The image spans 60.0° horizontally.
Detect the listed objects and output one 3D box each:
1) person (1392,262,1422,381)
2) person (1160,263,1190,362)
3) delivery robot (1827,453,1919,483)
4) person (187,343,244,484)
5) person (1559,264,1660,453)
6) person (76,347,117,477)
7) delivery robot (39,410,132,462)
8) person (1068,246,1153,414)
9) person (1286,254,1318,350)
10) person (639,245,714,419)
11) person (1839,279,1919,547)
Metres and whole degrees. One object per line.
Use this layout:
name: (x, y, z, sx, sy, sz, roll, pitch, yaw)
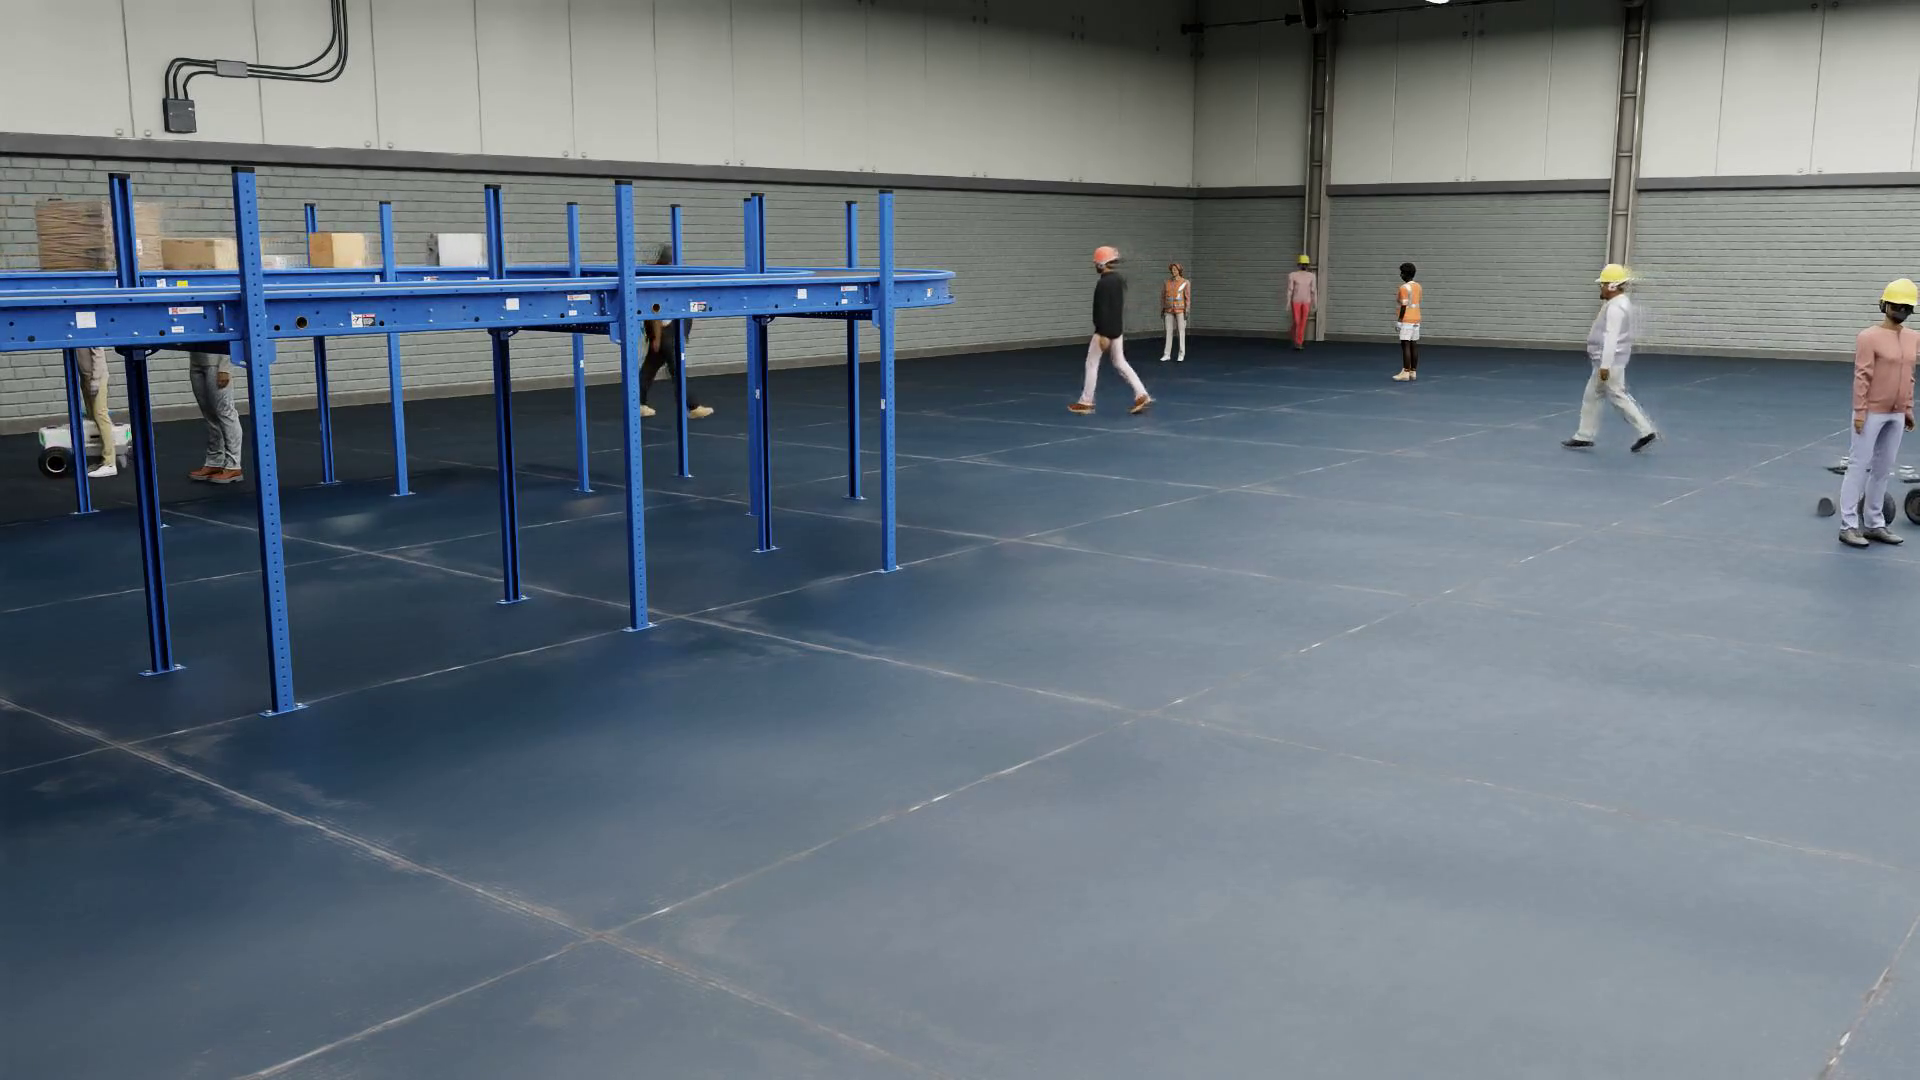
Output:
person: (6.467, -3.152, 24.025, 0.320, 1.693, 0.531, 9, 13, 40)
person: (3.597, -3.805, 27.791, 0.514, 1.642, 0.310, 6, 12, 30)
delivery robot: (6.628, -0.571, 12.016, 0.335, 0.223, 0.698, -3, 11, -18)
person: (-6.270, -1.448, 13.921, 0.627, 1.933, 0.371, 9, 13, 39)
person: (6.267, -1.731, 15.865, 0.874, 1.803, 0.600, 4, 11, 23)
person: (-7.467, -1.366, 14.285, 0.280, 1.636, 0.501, -8, 13, -38)
delivery robot: (-7.600, -0.884, 14.473, 0.707, 0.478, 0.477, -5, 11, -24)
person: (1.787, -2.447, 19.409, 0.986, 1.959, 0.635, 6, 12, 29)
person: (6.283, -4.336, 30.415, 0.553, 1.739, 0.685, -1, 10, -7)
person: (-3.354, -2.383, 18.923, 1.006, 2.000, 0.673, -1, 10, -4)
person: (6.142, -0.844, 11.045, 0.525, 1.765, 0.329, -4, 11, -20)
